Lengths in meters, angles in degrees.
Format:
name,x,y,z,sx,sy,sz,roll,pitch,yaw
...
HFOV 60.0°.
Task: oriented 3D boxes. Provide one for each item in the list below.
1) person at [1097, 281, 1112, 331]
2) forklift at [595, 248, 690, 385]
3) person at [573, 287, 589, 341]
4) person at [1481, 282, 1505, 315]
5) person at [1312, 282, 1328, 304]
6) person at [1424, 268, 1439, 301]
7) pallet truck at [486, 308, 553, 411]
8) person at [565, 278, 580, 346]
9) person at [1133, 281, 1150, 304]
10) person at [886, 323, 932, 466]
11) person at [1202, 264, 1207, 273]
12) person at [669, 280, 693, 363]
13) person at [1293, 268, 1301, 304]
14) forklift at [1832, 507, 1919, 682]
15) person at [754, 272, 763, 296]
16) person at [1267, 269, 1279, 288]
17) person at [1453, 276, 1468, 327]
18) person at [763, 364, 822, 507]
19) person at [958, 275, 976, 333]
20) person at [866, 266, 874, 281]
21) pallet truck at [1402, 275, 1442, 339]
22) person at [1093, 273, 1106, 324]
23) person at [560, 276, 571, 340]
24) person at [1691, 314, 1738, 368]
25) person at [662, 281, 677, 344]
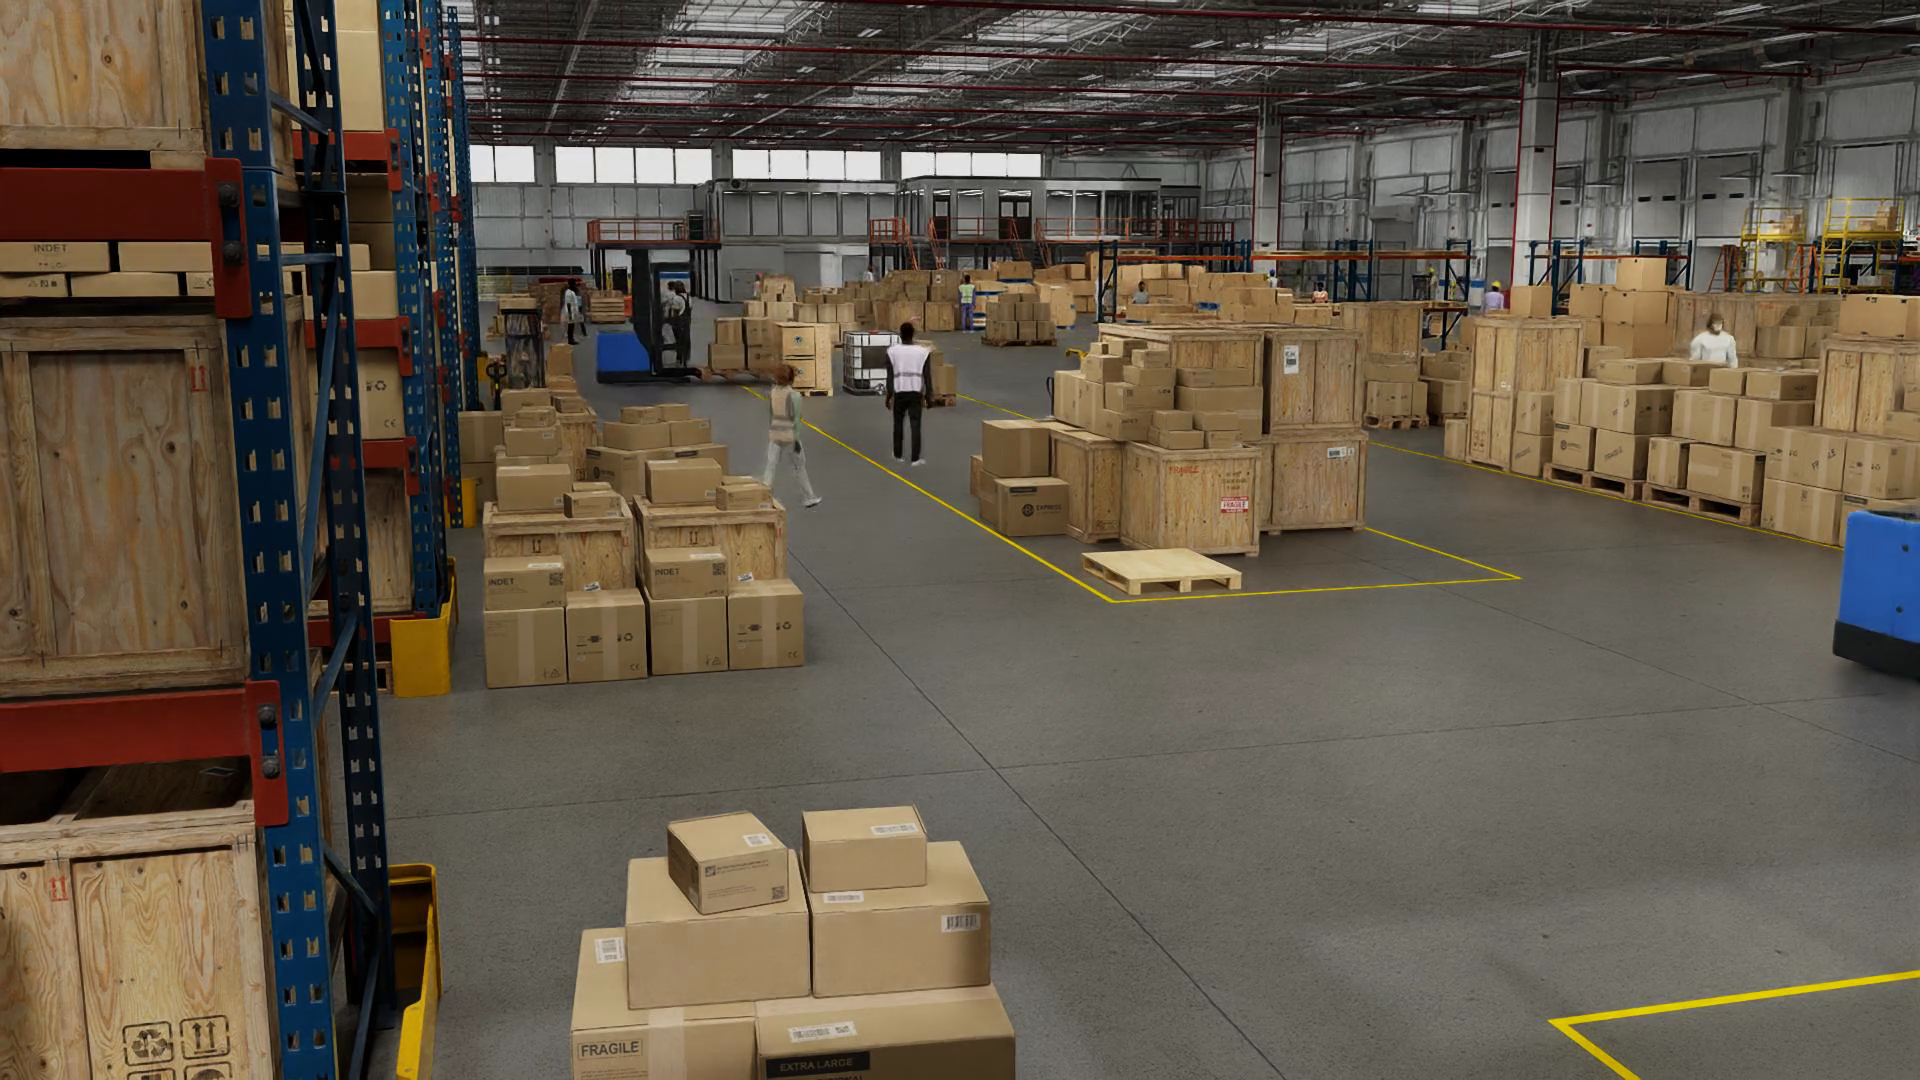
name,x,y,z,sx,sy,sz,roll,pitch,yaw
person,5.003,-7.907,56.243,0.736,1.719,0.496,3,10,15
forklift,-6.647,-4.663,34.577,1.873,2.768,1.129,-3,10,-15
person,-11.617,-6.855,50.411,0.536,1.658,0.811,3,10,15
person,15.094,-6.369,47.139,0.605,1.848,1.027,3,10,17
person,11.973,-7.734,55.347,0.534,1.693,0.321,5,11,26
person,21.049,-11.165,74.216,0.614,1.873,0.974,0,10,2
pallet truck,-6.242,-2.418,24.362,0.823,1.965,1.885,1,10,3
person,-11.274,-6.623,48.302,0.372,1.957,0.595,0,10,0
person,5.415,-6.851,49.862,0.522,1.852,0.570,1,10,6
person,-0.677,-1.927,22.031,0.619,1.855,0.852,-2,10,-9
person,13.127,-14.085,90.674,0.646,1.933,0.872,-5,11,-28
person,-6.924,-5.379,41.007,0.535,2.000,0.673,5,11,26
person,16.454,-12.352,81.137,0.631,1.827,0.623,9,13,40
forklift,7.013,-0.499,10.996,1.873,2.768,1.129,-3,10,-15
person,-7.546,-9.260,63.383,0.542,1.914,0.790,-5,11,-27
person,12.577,-9.923,67.000,0.604,1.949,0.384,-6,12,-29
person,17.931,-8.518,59.428,0.678,1.815,0.659,9,13,41
person,-1.879,-1.110,18.094,0.533,1.588,0.853,8,12,37
person,0.241,-7.859,55.397,0.589,1.920,0.392,1,10,8
person,-4.491,-12.775,83.339,0.355,1.882,0.575,-5,11,-26
pallet truck,14.620,-7.324,52.145,0.823,1.965,1.885,8,13,40
person,5.198,-8.947,61.520,0.370,1.934,0.627,-10,14,-43
person,-12.081,-7.116,51.117,0.650,1.950,0.544,3,11,18
person,11.074,-2.374,24.440,0.633,1.885,1.025,-1,10,-5
person,-8.567,-6.711,49.136,0.554,1.830,0.913,-7,12,-34
